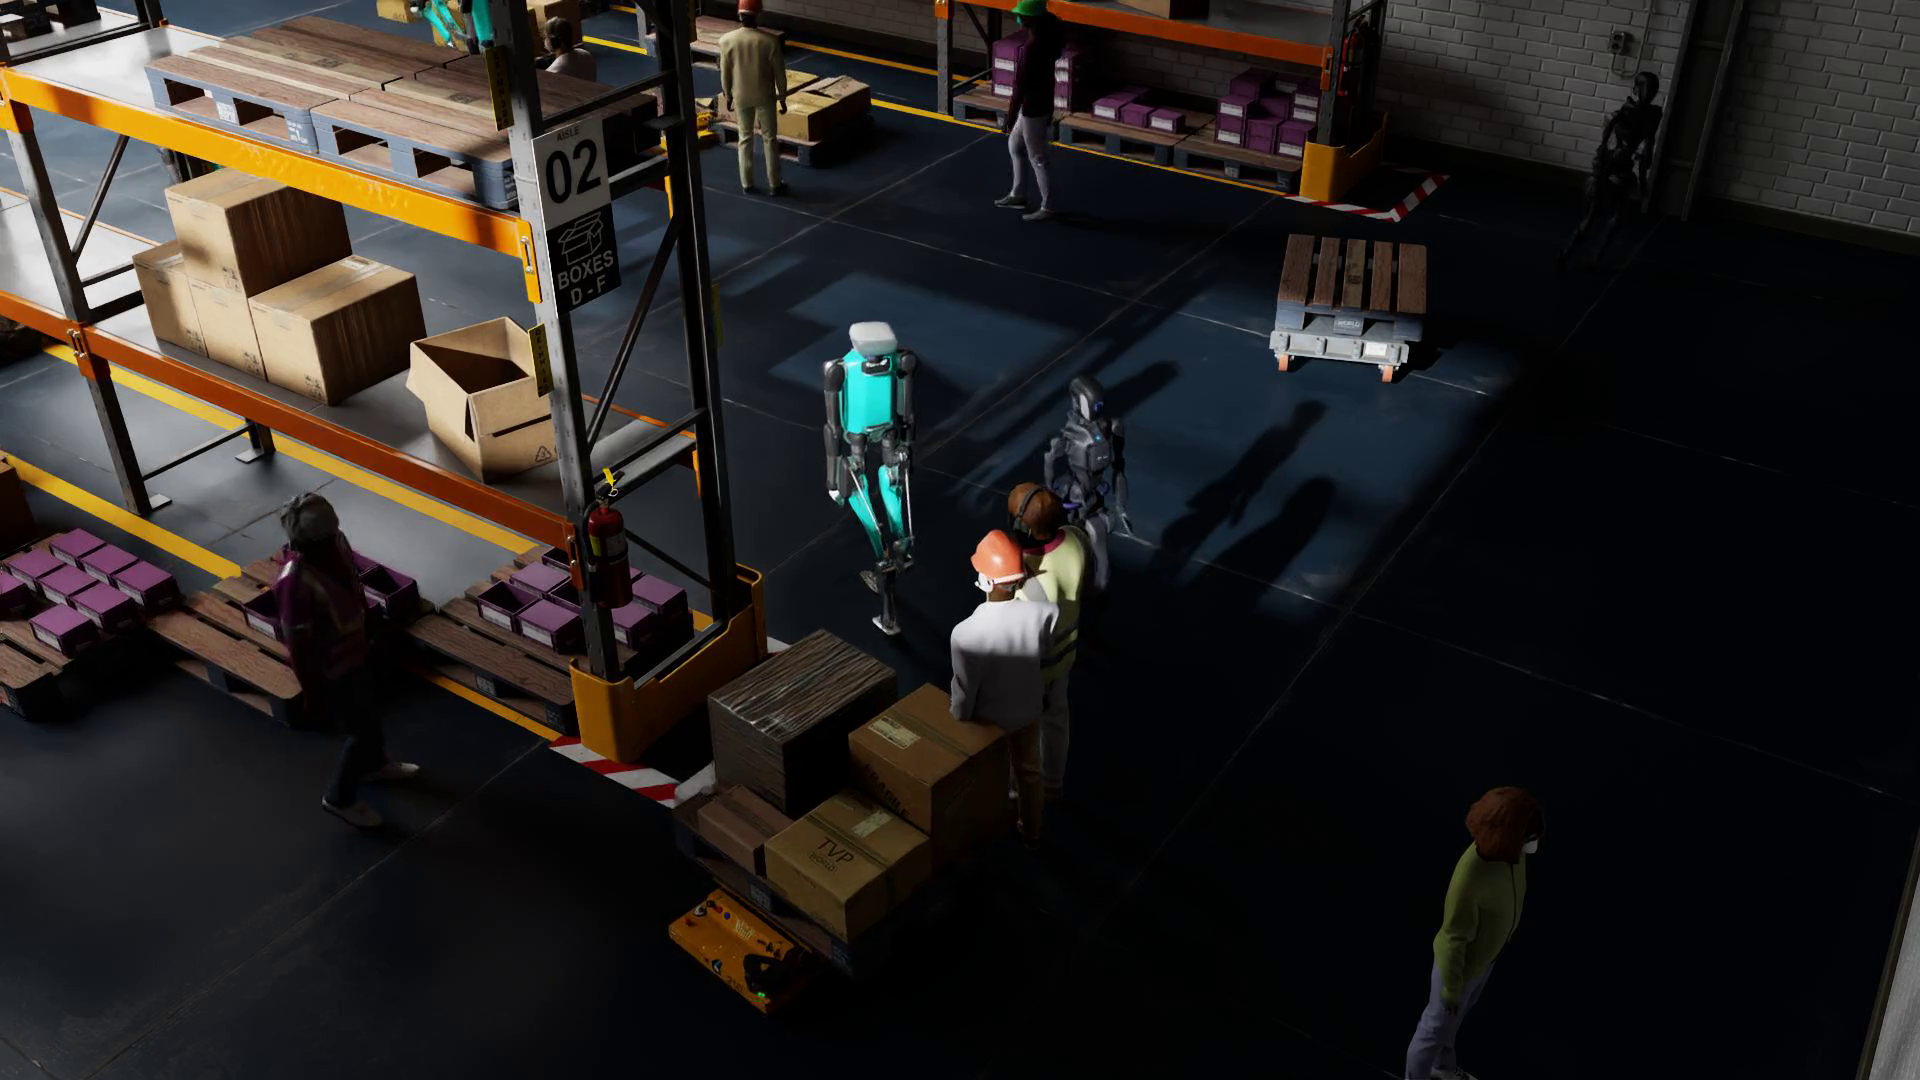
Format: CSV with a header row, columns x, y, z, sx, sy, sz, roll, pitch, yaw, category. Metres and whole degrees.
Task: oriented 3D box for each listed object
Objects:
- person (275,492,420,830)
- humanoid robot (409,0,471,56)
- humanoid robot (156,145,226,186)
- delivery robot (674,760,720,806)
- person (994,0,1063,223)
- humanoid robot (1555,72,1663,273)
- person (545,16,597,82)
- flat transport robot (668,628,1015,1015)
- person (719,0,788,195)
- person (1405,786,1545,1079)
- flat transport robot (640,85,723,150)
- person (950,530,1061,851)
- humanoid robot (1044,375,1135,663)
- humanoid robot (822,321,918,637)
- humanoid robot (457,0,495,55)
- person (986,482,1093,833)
x,y,z,sx,sy,sz,roll,pitch,yaw,category
-2.840,0.536,7.635,0.376,1.824,0.550,0,33,0,person
-5.256,-5.488,17.042,0.833,1.873,0.553,16,36,23,humanoid robot
-5.138,-2.213,11.951,0.931,1.767,0.531,12,35,18,humanoid robot
-0.981,1.158,7.813,0.508,0.576,0.747,24,40,32,delivery robot
0.533,-3.608,13.904,0.776,1.925,0.506,10,34,15,person
5.089,-2.868,12.996,0.595,1.646,0.462,-14,36,-21,humanoid robot
-3.070,-3.204,13.269,0.355,1.937,0.634,10,34,15,person
-0.559,1.522,7.534,0.659,0.231,1.431,27,42,35,flat transport robot
-1.774,-3.871,14.460,0.571,1.748,0.340,3,33,4,person
1.921,1.561,6.219,0.279,1.633,0.498,24,40,32,person
-2.892,-4.139,16.234,0.659,0.231,1.431,-21,39,-29,flat transport robot
0.170,0.722,7.401,0.564,1.750,0.339,-21,38,-29,person
0.647,-0.103,8.734,0.587,1.649,0.339,-24,40,-32,humanoid robot
-0.384,-0.265,8.954,0.554,1.786,0.886,-15,36,-22,humanoid robot
-4.019,-4.166,14.943,0.806,1.777,0.530,29,43,36,humanoid robot
0.313,0.542,7.599,0.429,1.844,0.622,22,39,30,person
